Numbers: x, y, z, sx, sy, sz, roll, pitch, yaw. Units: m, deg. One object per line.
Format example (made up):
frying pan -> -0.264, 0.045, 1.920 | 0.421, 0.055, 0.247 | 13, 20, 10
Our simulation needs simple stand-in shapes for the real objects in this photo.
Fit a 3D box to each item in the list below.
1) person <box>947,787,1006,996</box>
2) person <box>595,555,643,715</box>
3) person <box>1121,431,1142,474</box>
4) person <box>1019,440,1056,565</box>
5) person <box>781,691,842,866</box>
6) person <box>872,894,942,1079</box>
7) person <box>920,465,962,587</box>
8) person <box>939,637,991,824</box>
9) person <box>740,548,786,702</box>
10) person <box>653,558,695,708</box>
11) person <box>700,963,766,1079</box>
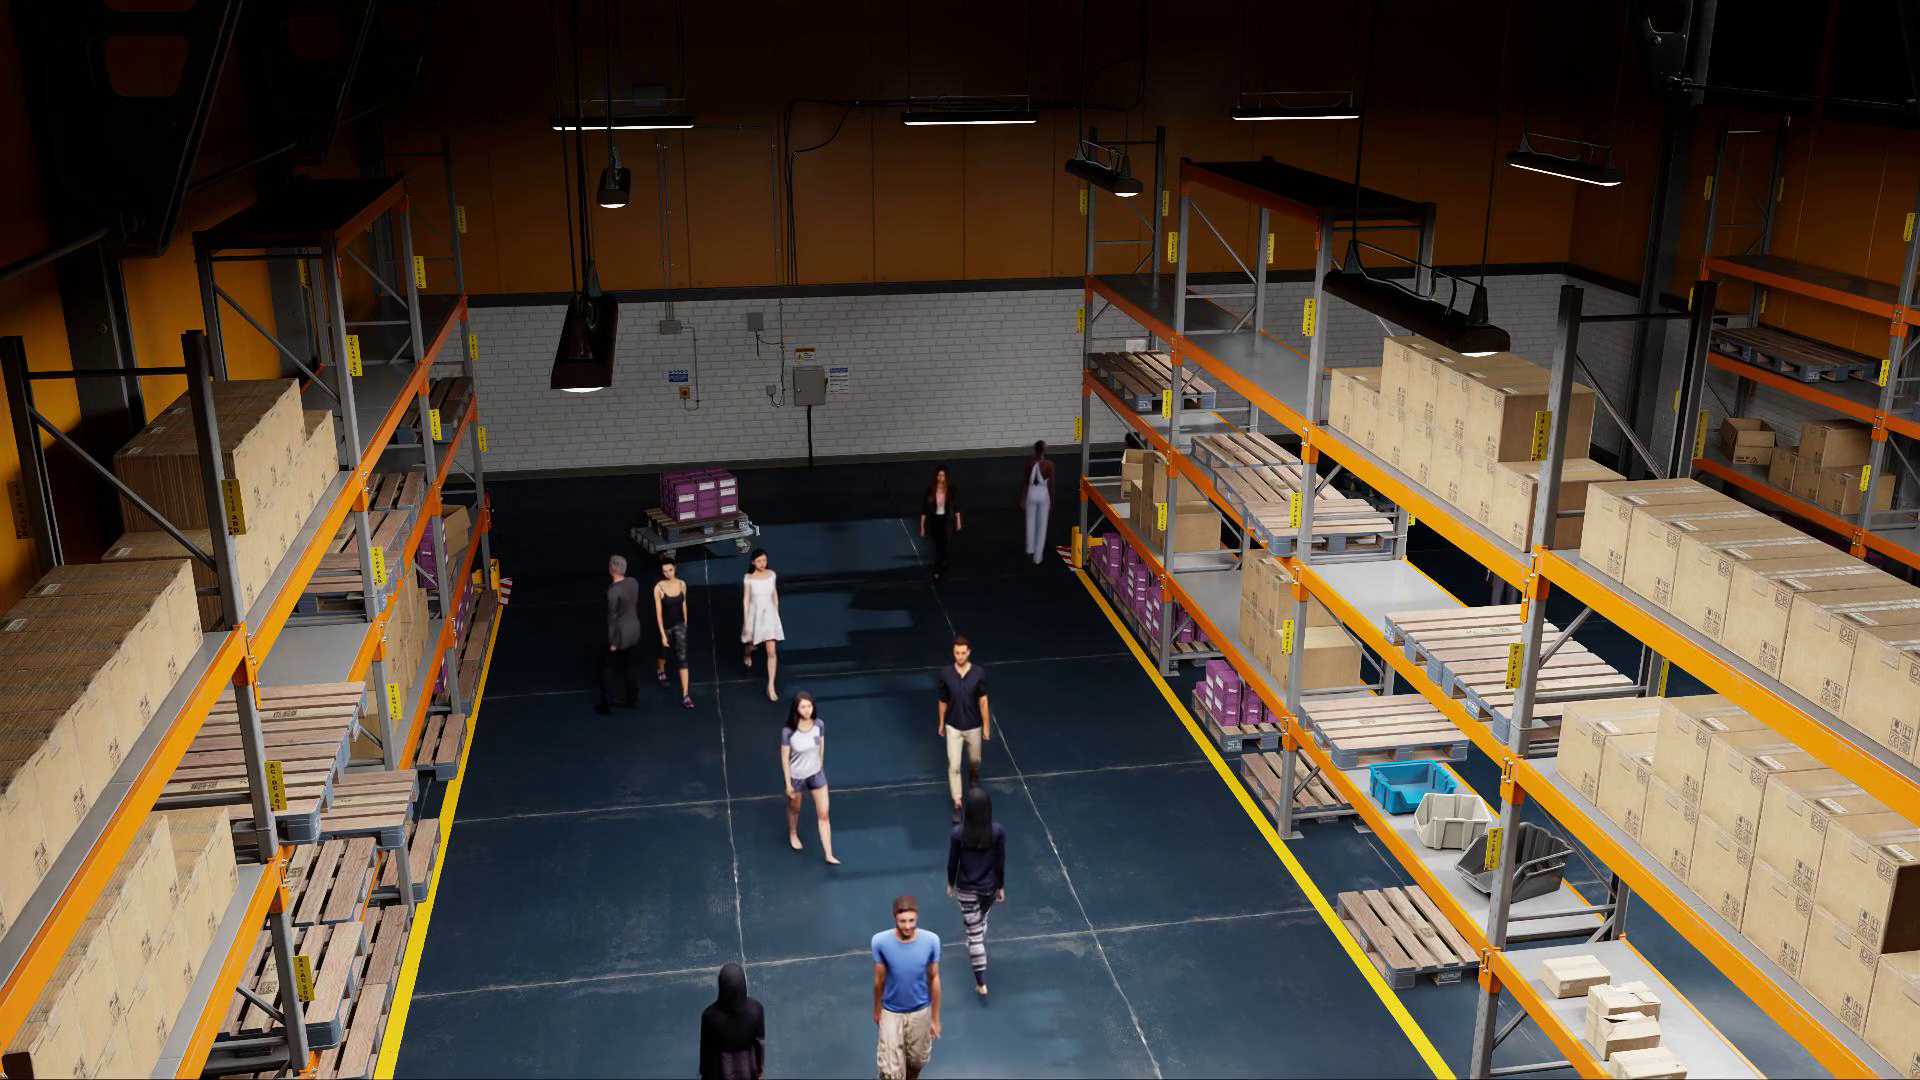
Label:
person -> 0.145, 2.832, 13.368 | 0.619, 1.697, 1.055 | -3, 19, -10
person -> -3.699, 1.045, 18.469 | 0.968, 1.826, 0.884 | 6, 20, 18
person -> 2.561, -0.700, 23.882 | 1.029, 1.679, 1.027 | 8, 20, 22
person -> 1.067, -0.490, 23.118 | 0.741, 1.768, 0.779 | 4, 19, 13
person -> -1.476, 2.158, 15.420 | 0.833, 1.663, 1.142 | -10, 21, -27
person -> -0.395, 3.282, 11.794 | 0.644, 1.849, 0.854 | -3, 19, -8
person -> -0.235, -0.232, 22.528 | 0.929, 1.657, 1.230 | 4, 19, 11
person -> 0.044, 1.780, 16.276 | 0.823, 1.834, 1.151 | 1, 19, 3
person -> -2.301, 0.924, 18.958 | 0.801, 1.745, 1.173 | -9, 20, -24
person -> -3.322, 1.004, 18.837 | 0.836, 1.671, 1.267 | -11, 21, -29
person -> -1.539, 3.602, 11.226 | 0.719, 1.604, 0.995 | -7, 20, -19
